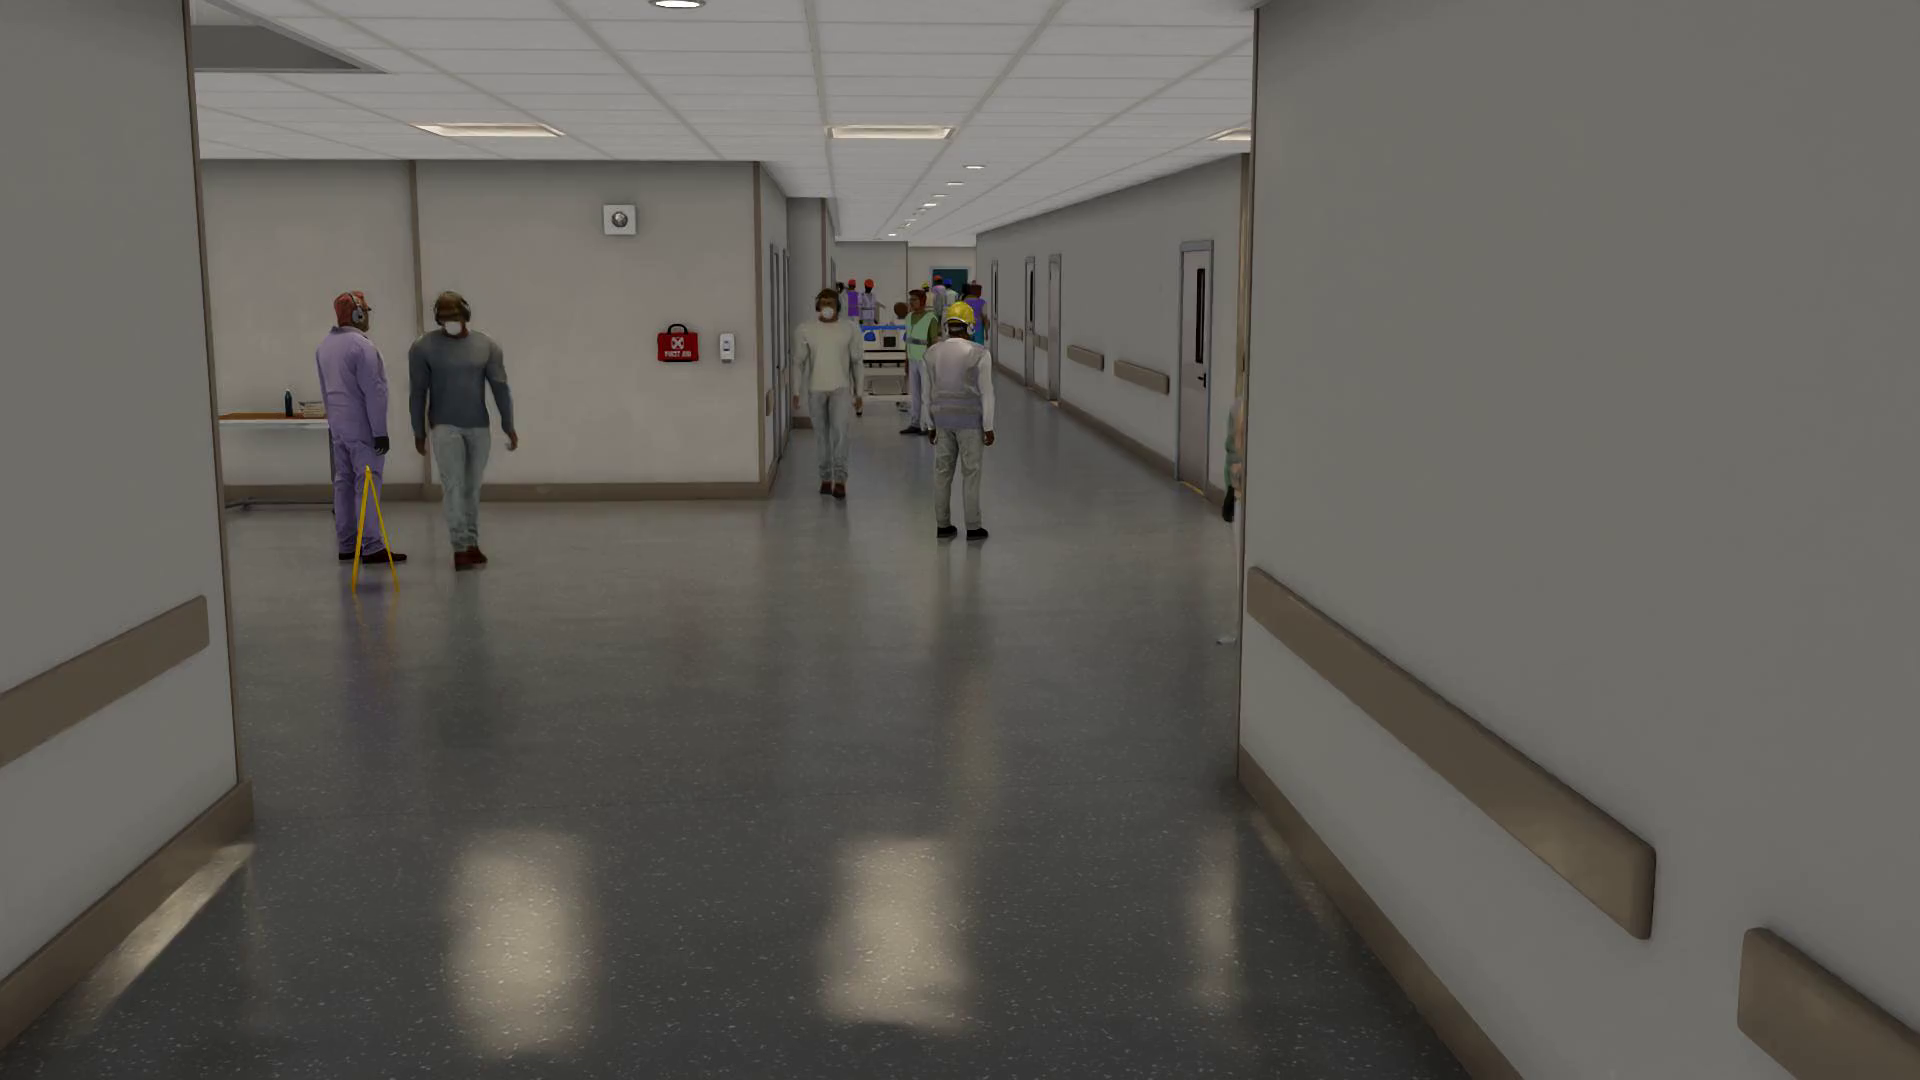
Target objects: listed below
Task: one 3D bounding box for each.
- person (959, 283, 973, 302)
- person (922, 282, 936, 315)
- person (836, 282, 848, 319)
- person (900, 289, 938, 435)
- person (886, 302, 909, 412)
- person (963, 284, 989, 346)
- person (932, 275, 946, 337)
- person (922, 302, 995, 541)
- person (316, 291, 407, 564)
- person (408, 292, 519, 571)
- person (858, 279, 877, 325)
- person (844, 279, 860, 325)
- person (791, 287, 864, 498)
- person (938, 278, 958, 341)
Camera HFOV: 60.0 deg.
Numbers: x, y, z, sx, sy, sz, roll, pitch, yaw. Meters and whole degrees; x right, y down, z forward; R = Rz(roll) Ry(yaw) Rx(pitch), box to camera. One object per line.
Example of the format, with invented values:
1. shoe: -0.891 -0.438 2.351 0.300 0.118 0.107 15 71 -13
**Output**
1. person: 0.201 -5.636 42.413 0.549 1.826 0.639 -6 11 -34
2. person: -0.954 -6.401 47.235 0.588 1.822 0.403 -6 11 -34
3. person: -3.078 -5.787 43.307 0.404 1.846 0.586 8 12 42
4. person: -0.485 -2.252 21.106 0.392 1.846 0.564 -8 12 -41
5. person: -0.908 -2.738 24.853 0.546 1.610 0.698 -4 10 -22
6. person: 0.290 -4.075 32.556 0.569 1.843 0.374 6 11 31
7. person: -0.725 -7.711 54.824 0.496 2.019 0.648 8 12 43
8. person: 0.001 -0.904 12.730 0.590 1.824 0.403 5 10 28
9. person: -4.223 -0.790 11.724 0.642 1.913 0.409 7 11 38
10. person: -3.410 -0.745 11.457 0.658 1.903 0.727 -6 11 -32
11. person: -2.286 -5.542 41.505 0.543 1.928 0.370 -8 12 -41
12. person: -2.963 -6.205 45.662 0.557 1.925 0.413 -2 9 -14
13. person: -1.204 -1.326 15.103 0.649 1.899 0.917 0 9 0
14. person: -0.322 -6.188 45.555 0.600 1.938 0.422 -6 11 -31
